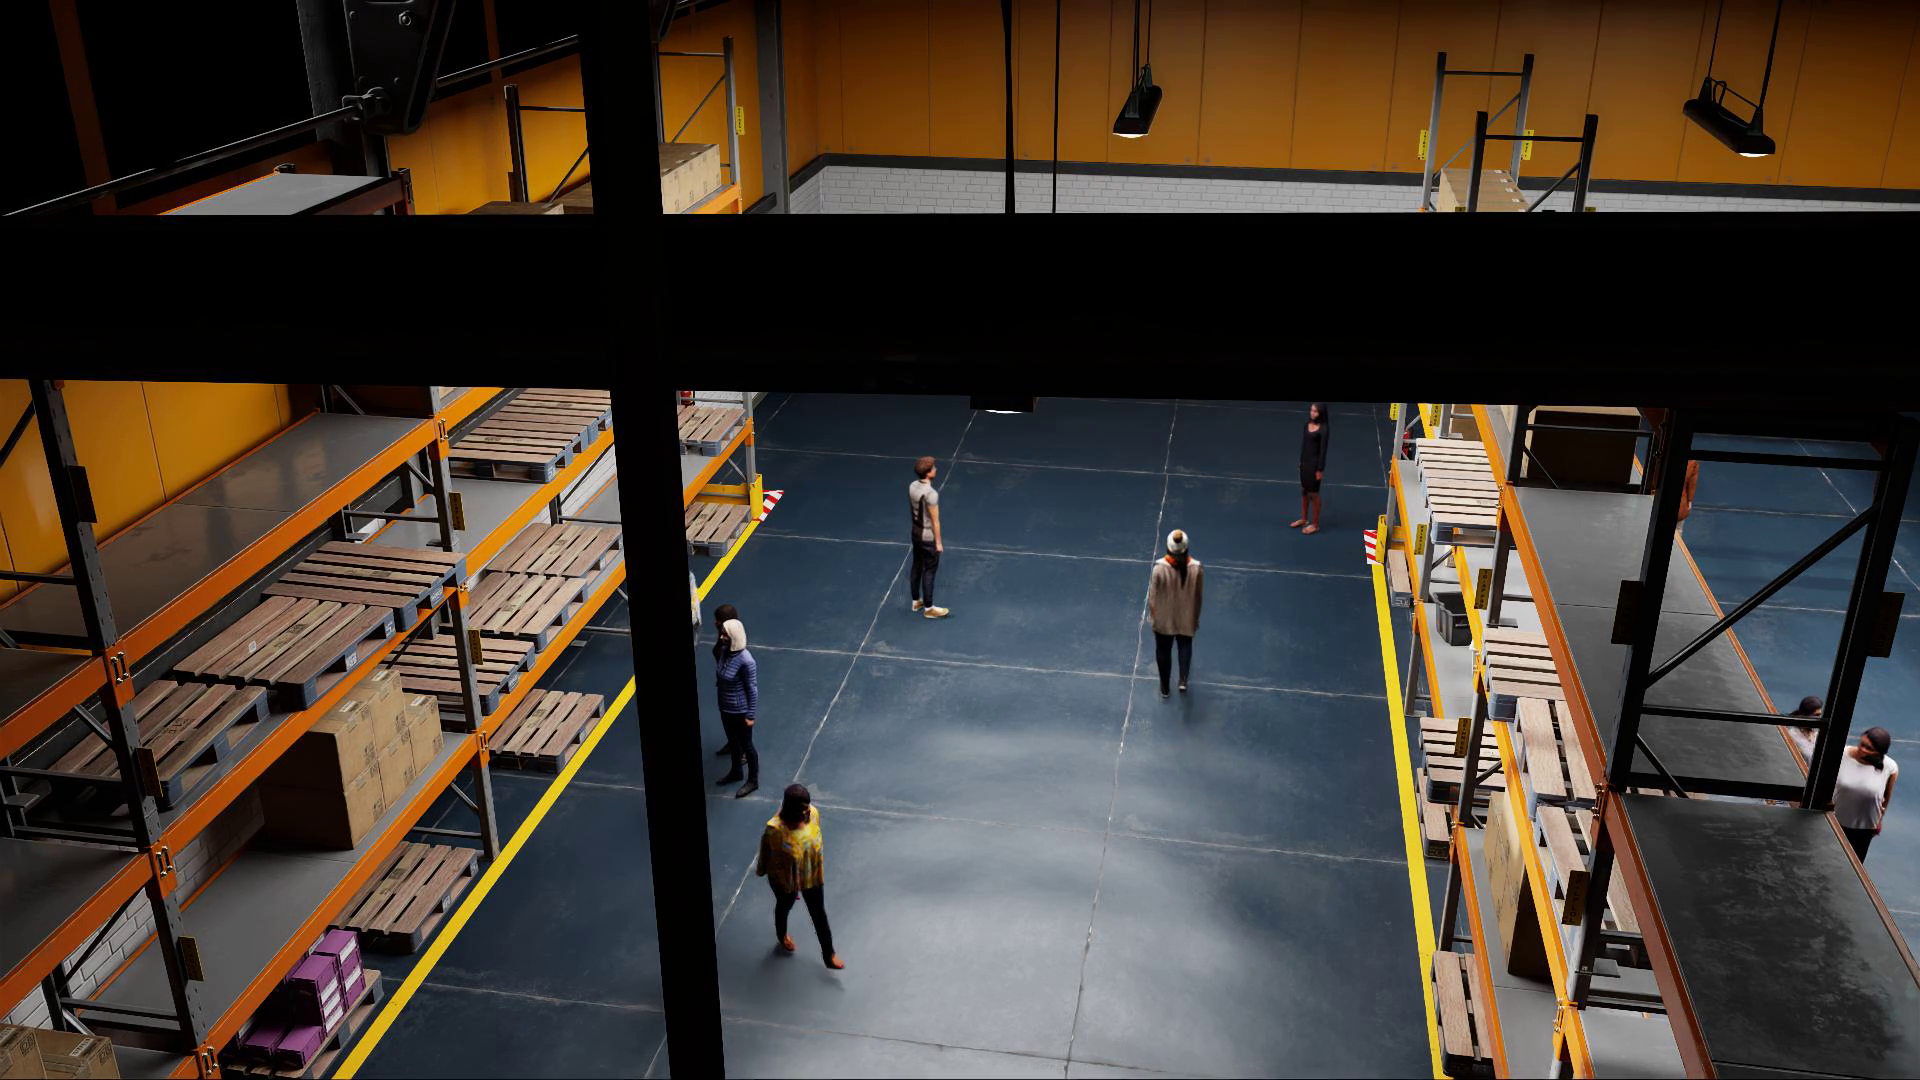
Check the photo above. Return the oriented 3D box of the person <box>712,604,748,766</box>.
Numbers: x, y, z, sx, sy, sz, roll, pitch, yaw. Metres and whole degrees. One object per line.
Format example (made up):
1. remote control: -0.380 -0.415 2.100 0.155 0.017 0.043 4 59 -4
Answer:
1. person: -2.153 1.354 15.789 0.707 1.641 0.657 -17 29 -34

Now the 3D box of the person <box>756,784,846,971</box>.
1. person: -1.340 2.589 12.999 1.089 1.613 1.125 -18 30 -36

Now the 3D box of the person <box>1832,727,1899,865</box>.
1. person: 7.326 2.260 13.662 0.736 1.686 0.733 13 27 28

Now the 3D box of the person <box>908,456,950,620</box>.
1. person: -0.388 -0.049 18.683 0.777 1.894 0.720 -16 28 -32

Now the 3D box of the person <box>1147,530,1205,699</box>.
1. person: 2.171 0.768 16.833 0.747 1.879 0.781 1 24 2

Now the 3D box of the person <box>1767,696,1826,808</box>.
1. person: 6.964 2.089 13.986 0.933 1.739 1.110 -9 25 -19

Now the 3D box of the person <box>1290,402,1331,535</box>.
1. person: 4.451 -0.945 20.945 0.761 1.724 0.661 -10 25 -21

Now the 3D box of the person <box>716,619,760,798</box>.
1. person: -2.046 1.515 15.293 0.748 1.744 0.726 -20 31 -39
